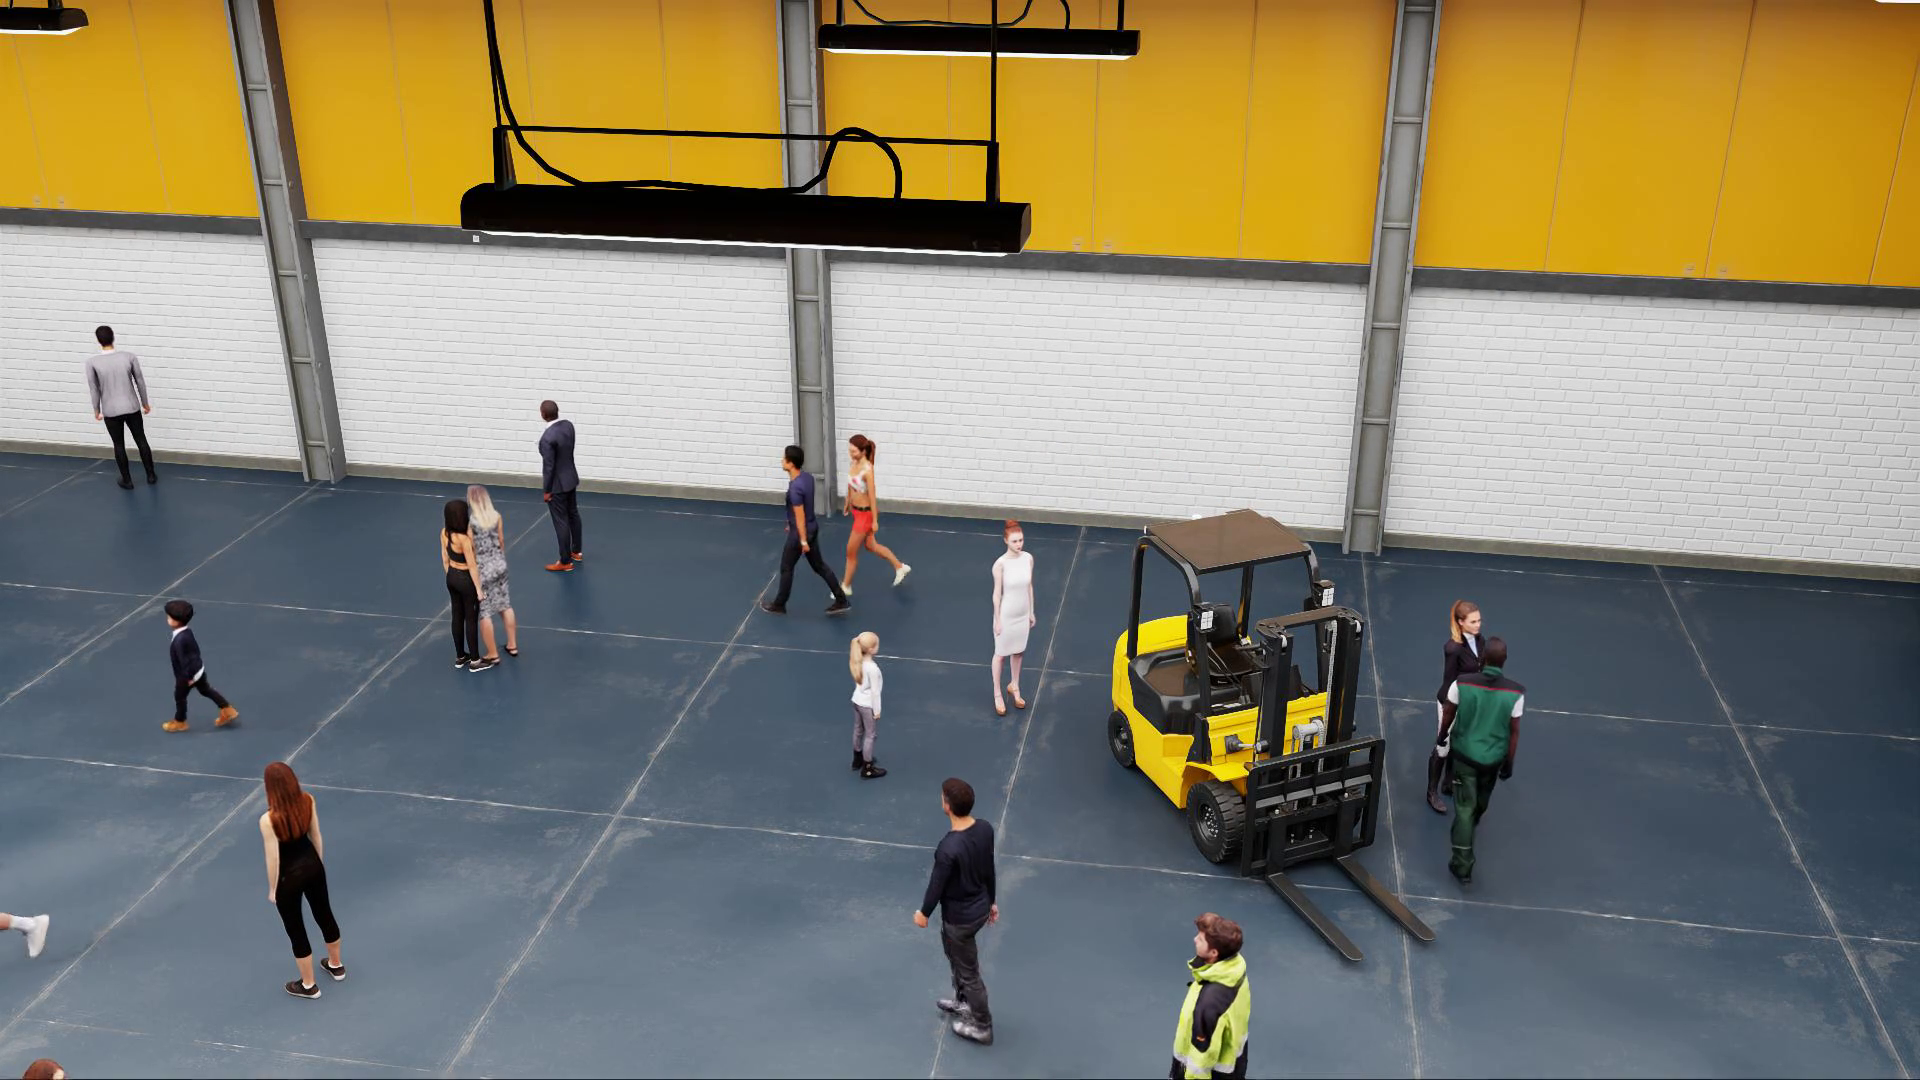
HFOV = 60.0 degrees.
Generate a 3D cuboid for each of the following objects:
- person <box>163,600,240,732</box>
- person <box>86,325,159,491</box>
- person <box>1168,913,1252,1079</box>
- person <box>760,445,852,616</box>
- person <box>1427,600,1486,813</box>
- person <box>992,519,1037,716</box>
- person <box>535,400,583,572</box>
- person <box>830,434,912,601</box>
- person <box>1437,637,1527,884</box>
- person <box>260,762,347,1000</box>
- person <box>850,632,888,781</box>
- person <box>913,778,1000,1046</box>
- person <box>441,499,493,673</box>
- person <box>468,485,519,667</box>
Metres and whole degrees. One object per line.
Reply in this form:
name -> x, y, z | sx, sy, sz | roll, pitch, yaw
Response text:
person -> -6.467, 1.068, 14.083 | 0.889, 1.205, 0.625 | -1, 24, -3
person -> -9.652, -1.529, 19.129 | 0.820, 1.921, 0.880 | -16, 28, -32
person -> 1.429, 2.905, 8.955 | 1.247, 1.946, 0.887 | 7, 25, 16
person -> -1.420, -0.050, 15.953 | 1.144, 1.755, 0.696 | 6, 24, 13
person -> 3.879, 1.281, 12.940 | 0.664, 1.729, 0.721 | -16, 28, -33
person -> 0.450, 0.662, 14.278 | 0.632, 1.793, 0.700 | -15, 28, -30
person -> -4.095, -0.577, 17.071 | 0.659, 1.825, 0.727 | 8, 25, 18
person -> -0.874, -0.234, 16.388 | 1.175, 1.744, 1.049 | -10, 25, -21
person -> 3.760, 1.631, 12.078 | 1.196, 1.780, 0.876 | 6, 24, 14
person -> -4.314, 2.196, 10.850 | 0.616, 1.726, 0.627 | 14, 27, 28
person -> -0.767, 1.319, 13.420 | 0.618, 1.276, 0.564 | -14, 27, -28
person -> 0.101, 2.363, 10.317 | 0.847, 1.848, 0.770 | 15, 28, 31
person -> -4.512, 0.401, 15.063 | 0.557, 1.642, 0.693 | 15, 28, 30
person -> -4.293, 0.324, 15.187 | 0.731, 1.684, 0.715 | 17, 29, 33
